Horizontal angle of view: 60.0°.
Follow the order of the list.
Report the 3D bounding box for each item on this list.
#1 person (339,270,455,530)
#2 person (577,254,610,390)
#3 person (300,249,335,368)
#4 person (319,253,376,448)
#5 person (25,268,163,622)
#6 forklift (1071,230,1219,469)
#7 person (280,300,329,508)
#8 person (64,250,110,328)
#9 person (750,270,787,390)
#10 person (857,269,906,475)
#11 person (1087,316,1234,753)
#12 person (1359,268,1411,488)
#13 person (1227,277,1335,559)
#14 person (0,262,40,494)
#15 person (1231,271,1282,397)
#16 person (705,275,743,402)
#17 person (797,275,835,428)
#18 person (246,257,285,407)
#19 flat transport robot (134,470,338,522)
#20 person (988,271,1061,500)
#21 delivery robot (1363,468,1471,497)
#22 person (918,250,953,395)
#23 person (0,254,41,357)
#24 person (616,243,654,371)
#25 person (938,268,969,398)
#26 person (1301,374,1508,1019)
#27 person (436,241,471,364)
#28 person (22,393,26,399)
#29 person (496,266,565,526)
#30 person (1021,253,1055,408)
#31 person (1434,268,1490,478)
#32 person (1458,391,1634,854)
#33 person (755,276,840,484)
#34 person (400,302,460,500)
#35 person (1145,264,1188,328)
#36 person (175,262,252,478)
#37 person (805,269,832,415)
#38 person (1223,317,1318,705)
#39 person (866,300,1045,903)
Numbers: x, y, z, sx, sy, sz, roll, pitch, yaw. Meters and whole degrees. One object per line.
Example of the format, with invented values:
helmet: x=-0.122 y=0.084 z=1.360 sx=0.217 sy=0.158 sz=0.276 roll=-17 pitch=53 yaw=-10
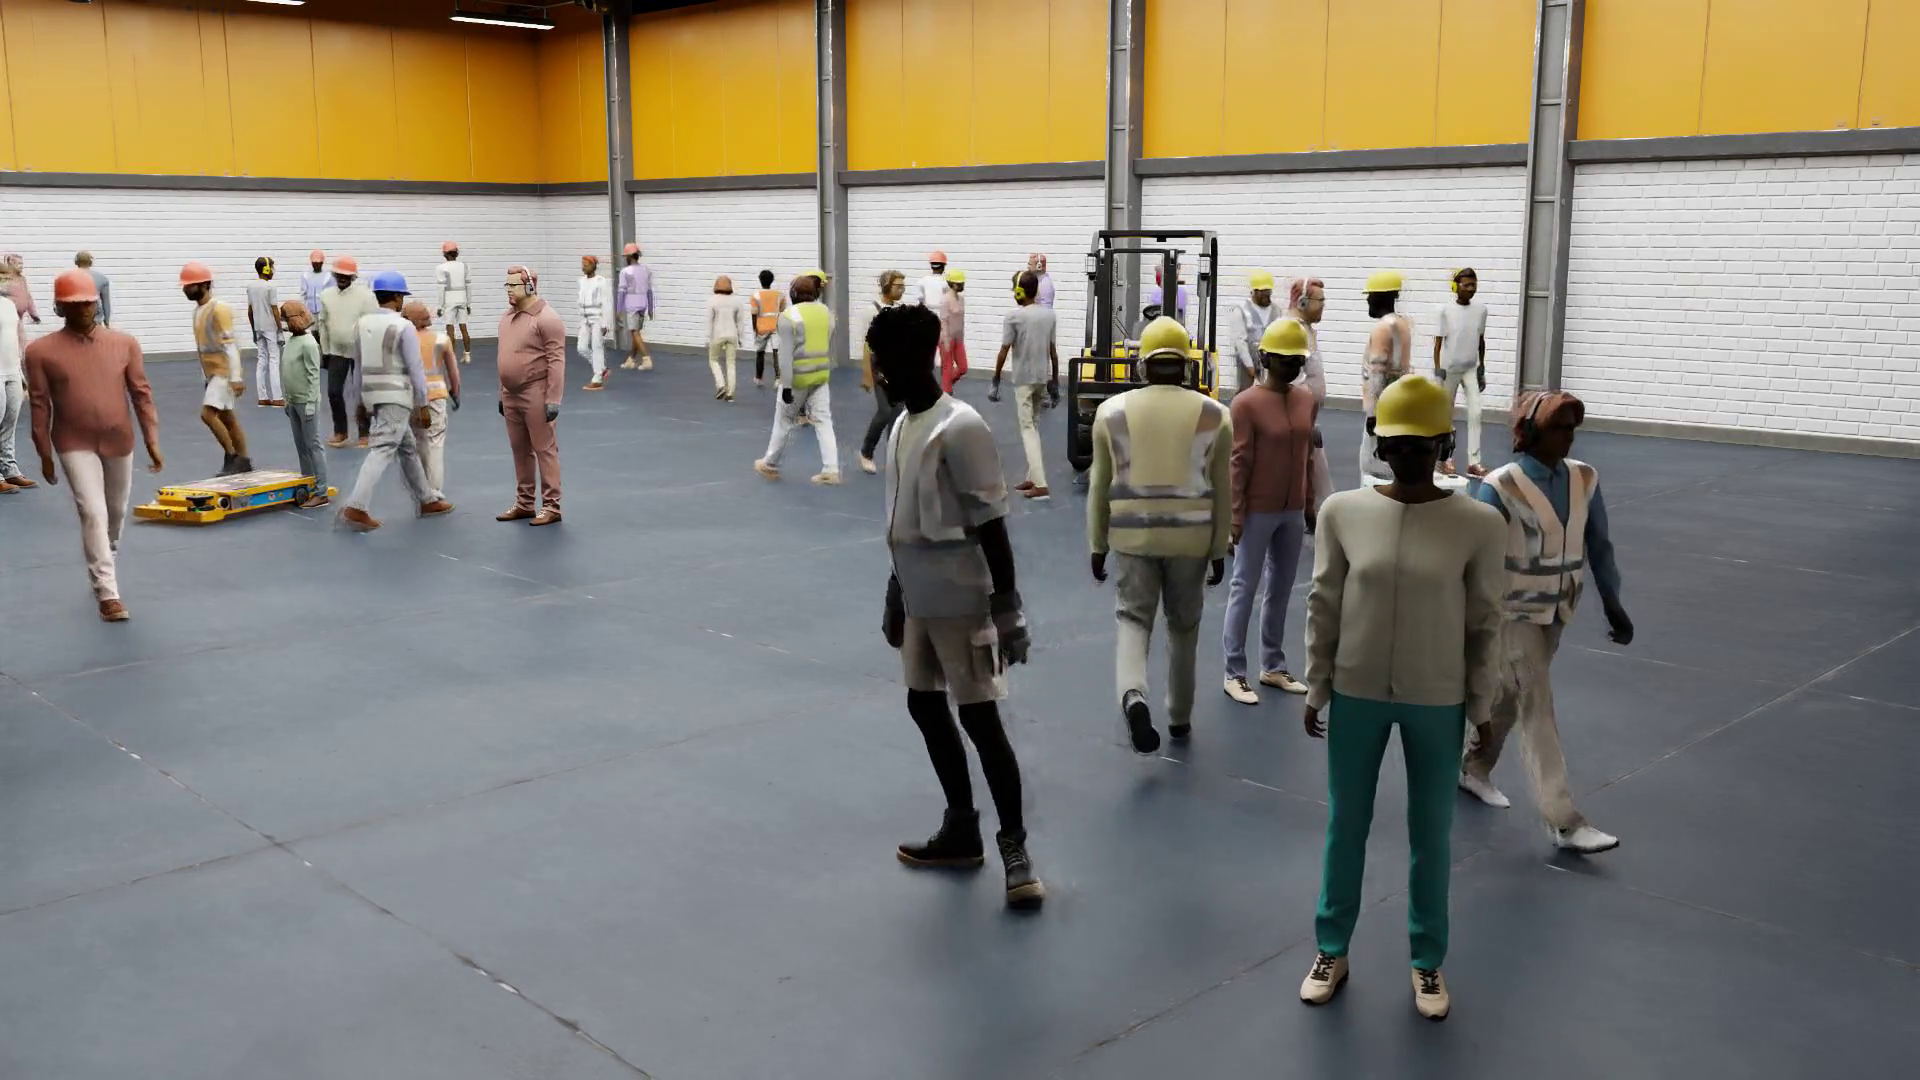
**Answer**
person: x=-4.200 y=-1.034 z=12.230 sx=0.634 sy=1.887 sz=1.049 roll=7 pitch=12 yaw=33
person: x=-5.063 y=-3.009 z=23.000 sx=0.601 sy=1.871 sz=0.450 roll=7 pitch=13 yaw=34
person: x=-10.360 y=-3.747 z=26.952 sx=0.555 sy=1.912 sz=0.823 roll=0 pitch=10 yaw=-2
person: x=-6.079 y=-1.870 z=16.575 sx=0.636 sy=1.959 sz=0.582 roll=1 pitch=10 yaw=5
person: x=-4.938 y=-0.566 z=9.473 sx=0.609 sy=1.955 sz=0.994 roll=-9 pitch=14 yaw=-41
forklift: x=1.804 y=-1.825 z=15.677 sx=1.214 sy=2.155 sz=2.313 roll=2 pitch=11 yaw=13
person: x=-5.180 y=-1.070 z=13.089 sx=0.289 sy=1.633 sz=0.499 roll=-10 pitch=14 yaw=-44
person: x=-12.594 y=-3.222 z=24.058 sx=0.677 sy=1.918 sz=0.638 roll=9 pitch=14 yaw=41
person: x=-2.662 y=-2.926 z=23.161 sx=0.537 sy=1.648 sz=0.893 roll=-3 pitch=11 yaw=-16
person: x=-0.623 y=-1.483 z=14.793 sx=0.396 sy=1.830 sz=0.538 roll=9 pitch=14 yaw=40
person: x=0.808 y=0.004 z=6.777 sx=0.591 sy=1.814 sz=0.663 roll=2 pitch=11 yaw=10
person: x=3.049 y=-0.963 z=11.760 sx=0.681 sy=1.904 sz=0.596 roll=5 pitch=12 yaw=26
person: x=2.246 y=-0.775 z=10.893 sx=1.004 sy=1.854 sz=0.663 roll=5 pitch=11 yaw=23
person: x=-7.997 y=-1.356 z=13.836 sx=0.370 sy=1.934 sz=0.627 roll=0 pitch=10 yaw=1
person: x=2.967 y=-1.746 z=16.373 sx=0.591 sy=1.775 sz=0.951 roll=-4 pitch=11 yaw=-19
person: x=-3.032 y=-2.584 z=21.365 sx=0.532 sy=1.620 sz=0.383 roll=-5 pitch=12 yaw=-26
person: x=-1.632 y=-2.079 z=18.421 sx=0.538 sy=1.696 sz=0.317 roll=8 pitch=13 yaw=37
person: x=-8.613 y=-2.581 z=20.704 sx=0.519 sy=1.865 sz=0.326 roll=5 pitch=11 yaw=25
flat transport robot: x=-5.601 y=-0.359 z=12.931 sx=0.652 sy=0.197 sz=1.431 roll=4 pitch=11 yaw=20
person: x=0.552 y=-1.252 z=13.517 sx=0.526 sy=1.839 sz=0.617 roll=-7 pitch=13 yaw=-34
delivery robot: x=3.243 y=-0.345 z=11.824 sx=0.707 sy=0.478 sz=0.477 roll=0 pitch=10 yaw=0
person: x=-0.289 y=-2.883 z=22.184 sx=0.546 sy=1.929 sz=0.379 roll=4 pitch=11 yaw=19
person: x=-14.329 y=-3.406 z=25.271 sx=1.046 sy=1.839 sz=0.641 roll=-1 pitch=10 yaw=-5
person: x=-5.145 y=-3.667 z=26.312 sx=0.889 sy=2.018 sz=0.628 roll=8 pitch=13 yaw=36
person: x=-0.094 y=-2.397 z=20.009 sx=0.456 sy=1.745 sz=0.524 roll=7 pitch=13 yaw=34
person: x=1.198 y=0.431 z=4.543 sx=0.523 sy=1.769 sz=0.317 roll=3 pitch=11 yaw=18
person: x=-8.395 y=-3.920 z=27.570 sx=0.501 sy=2.039 sz=0.624 roll=9 pitch=14 yaw=41
person: x=-12.090 y=-2.505 z=20.501 sx=0.938 sy=1.802 sz=0.655 roll=-8 pitch=13 yaw=-39
person: x=-3.207 y=-1.063 z=12.304 sx=0.651 sy=1.907 sz=0.409 roll=8 pitch=13 yaw=36
person: x=0.949 y=-2.591 z=20.638 sx=0.409 sy=1.909 sz=0.641 roll=-2 pitch=11 yaw=-10
person: x=4.434 y=-1.453 z=14.604 sx=0.565 sy=1.838 sz=0.809 roll=-1 pitch=10 yaw=-8
person: x=2.057 y=0.269 z=5.907 sx=0.528 sy=1.591 sz=0.883 roll=-5 pitch=12 yaw=-27
person: x=-1.382 y=-1.379 z=14.371 sx=0.975 sy=1.780 sz=0.631 roll=10 pitch=14 yaw=42
person: x=-4.361 y=-1.137 z=13.568 sx=0.522 sy=1.588 sz=0.838 roll=-2 pitch=11 yaw=-10
person: x=2.427 y=-2.318 z=19.430 sx=0.586 sy=1.808 sz=0.937 roll=-4 pitch=11 yaw=-21
person: x=-6.430 y=-1.438 z=14.385 sx=0.561 sy=1.902 sz=0.561 roll=10 pitch=14 yaw=43
person: x=-1.650 y=-2.329 z=19.659 sx=0.490 sy=1.726 sz=0.513 roll=0 pitch=10 yaw=3
person: x=1.447 y=-0.133 z=7.623 sx=0.533 sy=1.765 sz=0.329 roll=-7 pitch=12 yaw=-33
person: x=-0.001 y=0.194 z=5.412 sx=0.445 sy=1.922 sz=0.766 roll=-6 pitch=12 yaw=-28
